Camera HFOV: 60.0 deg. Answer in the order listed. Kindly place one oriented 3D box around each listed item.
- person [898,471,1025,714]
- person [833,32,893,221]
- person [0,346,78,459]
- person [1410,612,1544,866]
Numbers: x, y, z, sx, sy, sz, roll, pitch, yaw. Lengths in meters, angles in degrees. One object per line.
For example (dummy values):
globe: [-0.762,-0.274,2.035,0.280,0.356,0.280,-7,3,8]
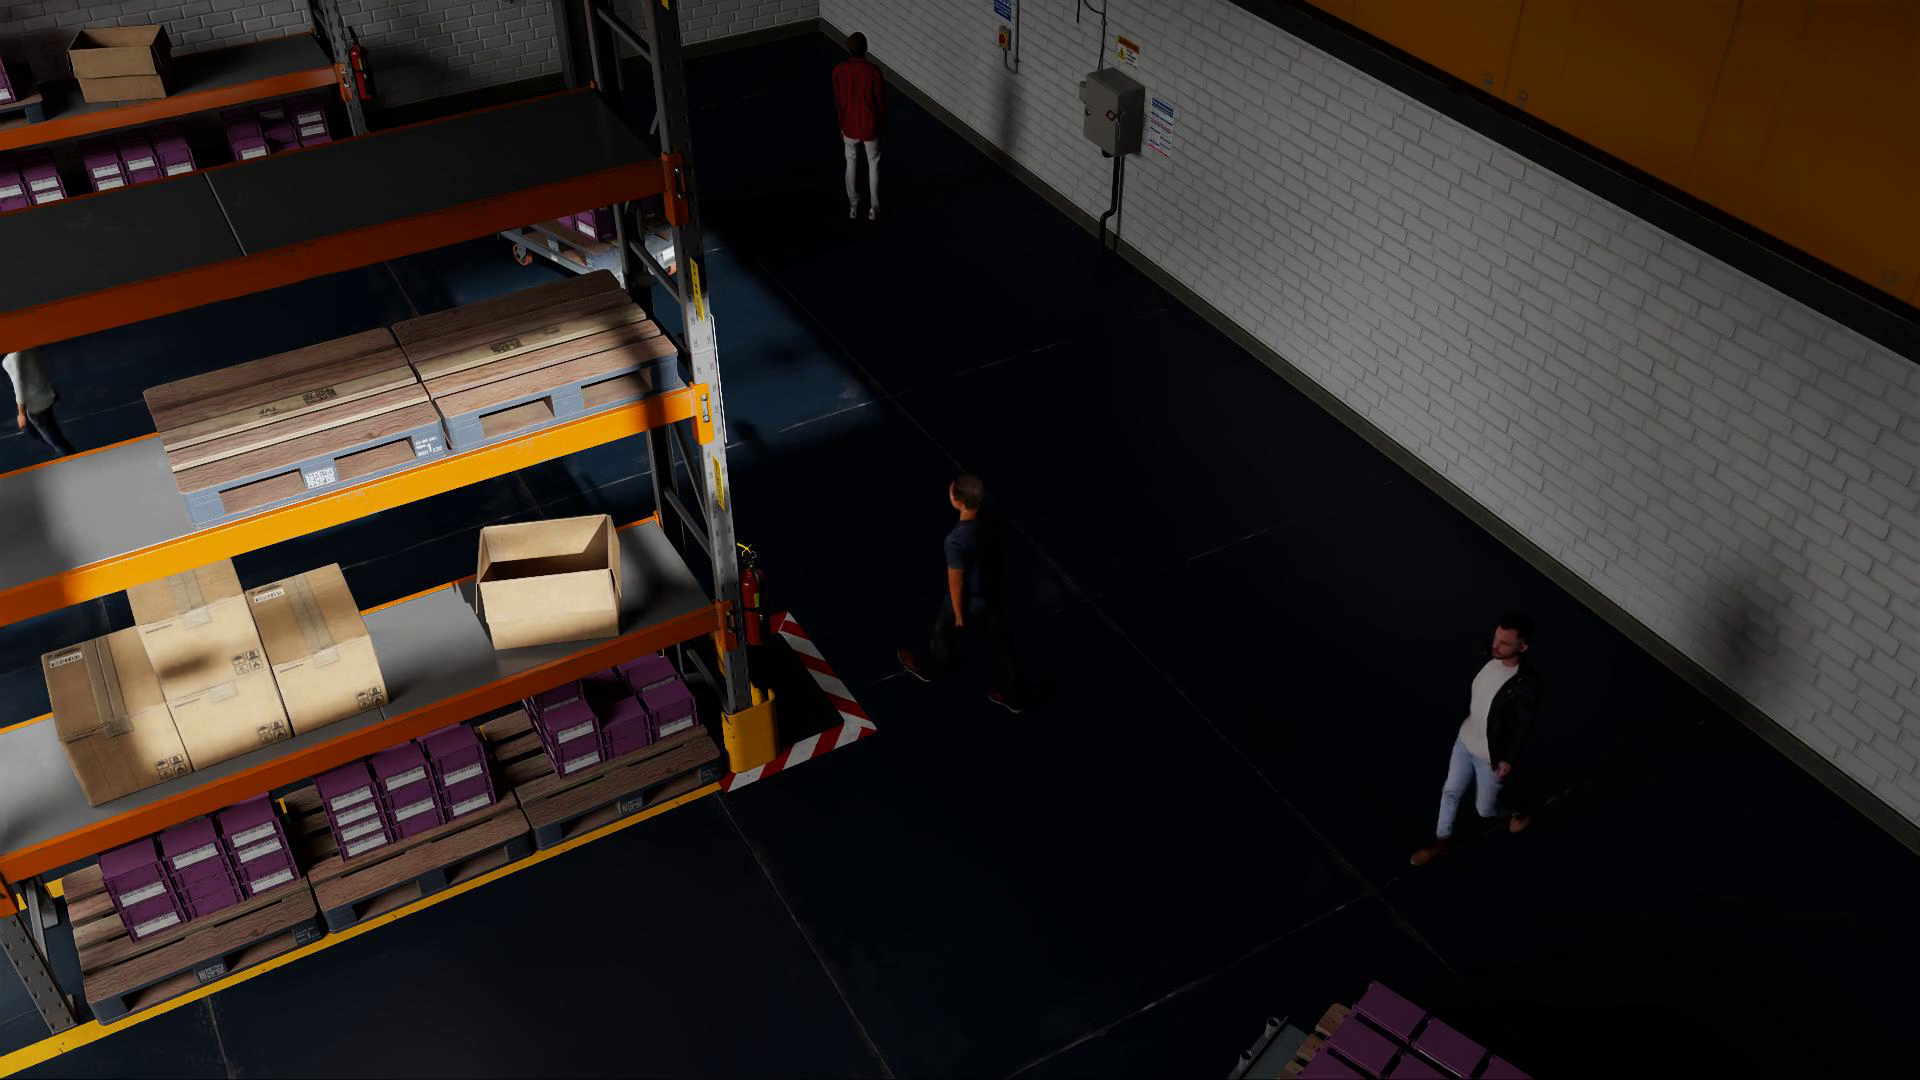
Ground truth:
person: [0.169,0.374,10.300,1.011,1.765,1.168,27,46,30]
person: [-0.917,-3.885,15.590,0.749,1.820,0.805,10,40,13]
person: [-6.676,-1.048,12.184,0.620,1.636,0.618,-12,40,-15]
person: [3.018,1.127,9.315,1.010,1.818,0.700,-16,41,-19]
